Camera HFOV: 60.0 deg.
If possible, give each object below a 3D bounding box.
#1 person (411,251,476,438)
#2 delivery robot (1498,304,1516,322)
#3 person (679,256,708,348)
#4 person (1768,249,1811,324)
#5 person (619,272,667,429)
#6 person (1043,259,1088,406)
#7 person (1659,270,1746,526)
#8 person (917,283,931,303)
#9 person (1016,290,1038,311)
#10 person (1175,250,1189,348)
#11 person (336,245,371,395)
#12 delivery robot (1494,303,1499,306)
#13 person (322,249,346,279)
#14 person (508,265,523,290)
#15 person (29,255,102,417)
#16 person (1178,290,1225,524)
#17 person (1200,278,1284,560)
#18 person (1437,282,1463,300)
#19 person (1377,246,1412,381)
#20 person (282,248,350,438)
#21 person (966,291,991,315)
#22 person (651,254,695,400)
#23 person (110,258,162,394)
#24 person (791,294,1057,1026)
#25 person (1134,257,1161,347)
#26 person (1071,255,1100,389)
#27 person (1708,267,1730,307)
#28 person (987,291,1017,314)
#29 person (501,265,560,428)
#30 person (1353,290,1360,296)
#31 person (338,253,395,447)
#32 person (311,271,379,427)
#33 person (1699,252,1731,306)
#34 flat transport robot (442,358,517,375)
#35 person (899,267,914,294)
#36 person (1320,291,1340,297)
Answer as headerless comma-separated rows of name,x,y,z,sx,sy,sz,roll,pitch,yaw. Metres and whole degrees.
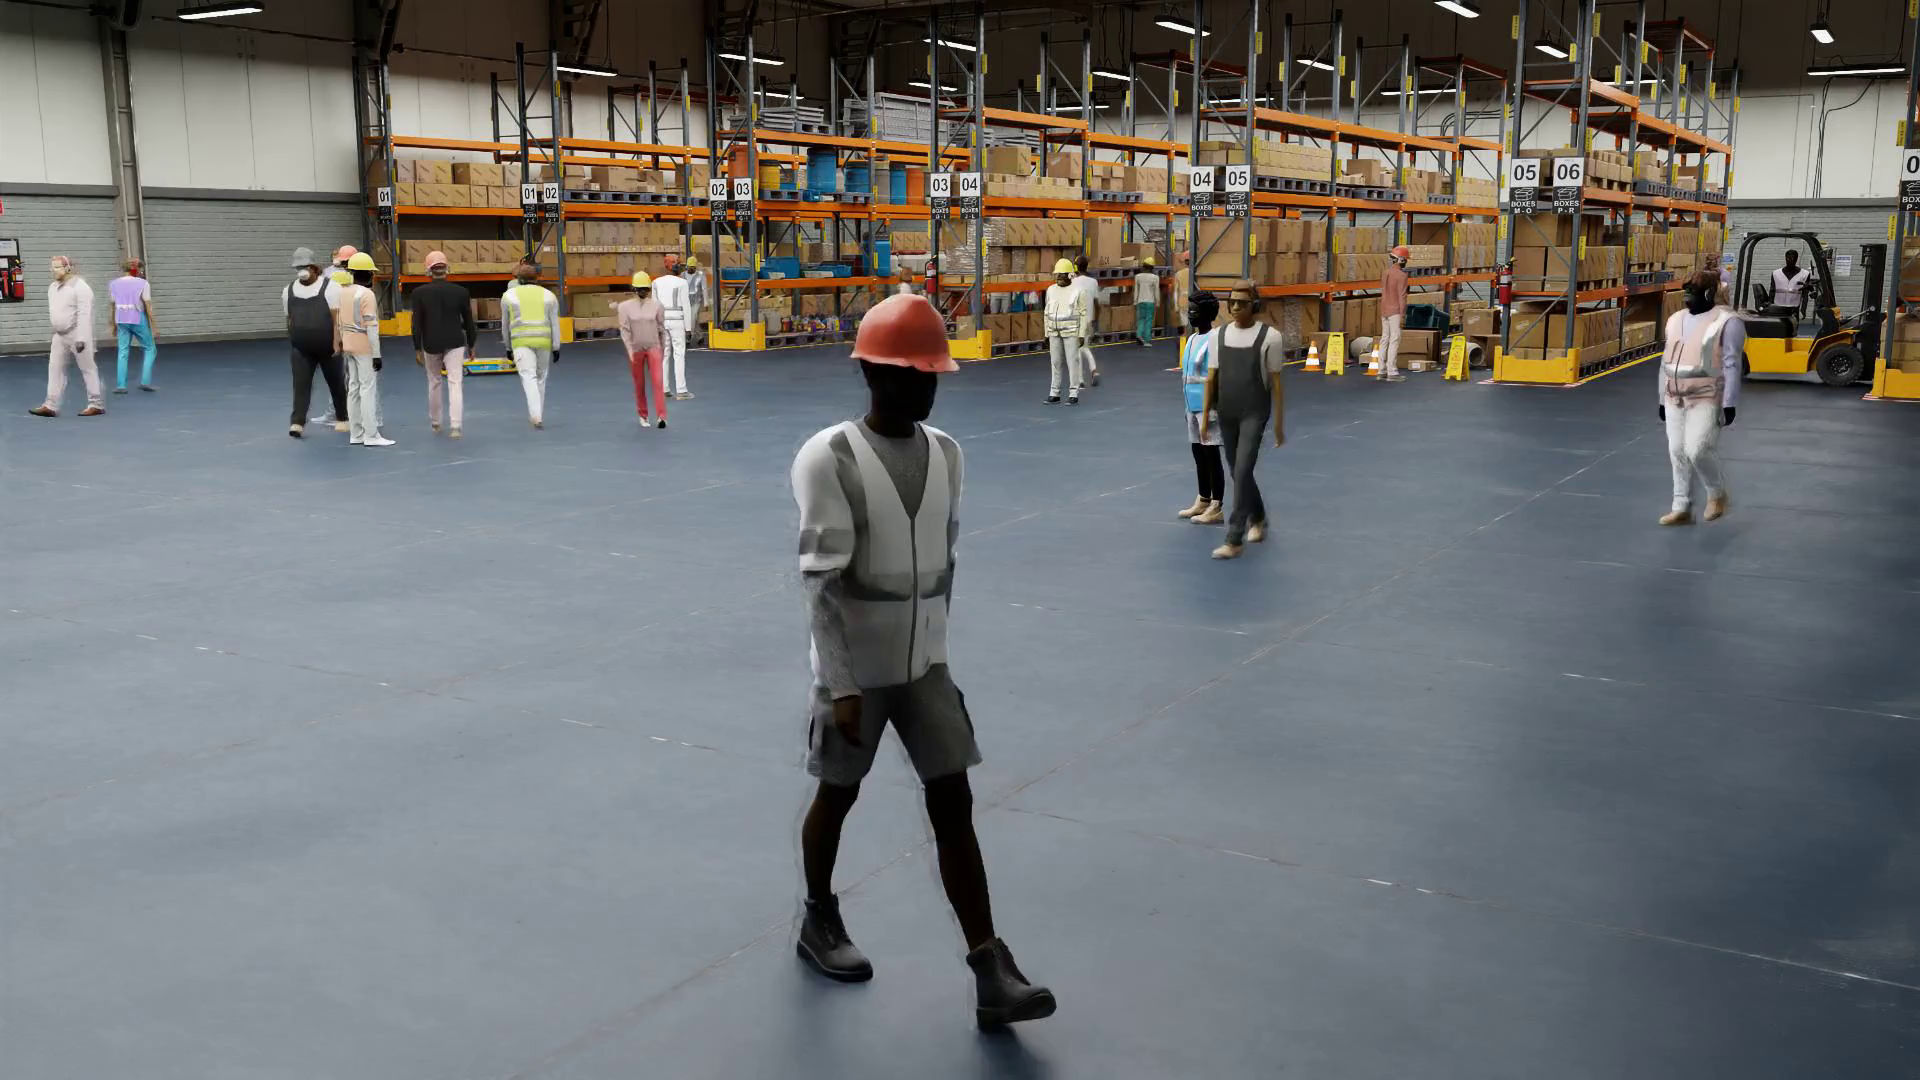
person,-5.409,-2.047,17.465,0.636,1.938,1.017,-3,11,-17
delivery robot,13.098,-5.489,40.332,0.707,0.478,0.477,-1,10,-8
person,-5.221,-4.660,32.563,0.610,1.775,0.894,3,11,17
person,13.649,-3.821,27.435,0.596,1.918,0.384,6,12,30
person,-3.430,-2.043,18.056,0.505,1.712,0.960,-3,11,-16
person,1.298,-2.591,20.793,0.600,1.827,0.404,7,12,34
person,5.233,-0.997,11.854,0.441,1.831,0.648,-5,11,-26
person,-0.864,-6.399,42.767,0.528,1.599,0.765,3,11,18
person,1.588,-5.725,38.227,0.566,1.882,1.025,5,11,25
person,3.940,-4.051,28.717,0.567,1.922,0.638,7,12,35
person,-8.066,-2.910,22.124,0.609,1.993,0.382,7,12,34
delivery robot,13.187,-5.592,40.912,0.477,0.478,0.707,-2,10,-10
person,-10.693,-4.048,28.727,0.649,1.906,0.858,-1,10,-7
person,-7.955,-4.160,30.131,0.501,1.633,0.285,4,11,24
person,-10.405,-2.342,19.264,0.679,1.868,0.905,4,11,23
person,1.771,-0.961,12.058,0.321,1.689,0.529,-3,11,-17
person,1.887,-0.818,10.958,0.523,1.809,0.943,7,12,35
person,12.211,-6.314,41.501,0.438,1.882,0.672,-8,13,-38
person,6.414,-3.327,24.484,0.403,1.987,0.612,-3,11,-16
person,-6.779,-2.111,17.512,0.685,2.000,1.052,-1,10,-3
person,0.431,-5.060,34.915,0.552,1.713,0.911,3,10,15
person,-3.730,-2.759,21.585,0.577,1.881,0.349,5,11,26
person,-11.146,-2.887,22.482,0.678,1.811,0.522,1,10,5
person,-0.147,0.322,4.318,0.556,1.887,0.955,-7,12,-35
person,3.665,-4.632,32.448,0.542,1.750,0.396,7,12,33
person,1.681,-3.013,23.088,0.509,1.859,0.432,-5,11,-27
person,12.930,-3.875,28.558,0.524,1.628,0.575,6,12,32
person,0.825,-4.830,33.055,0.628,1.932,0.365,0,10,2
person,-4.731,-2.146,18.422,0.613,1.798,0.915,-5,11,-27
person,10.261,-6.706,43.250,0.393,2.039,0.613,4,11,23
person,-5.964,-1.898,16.635,0.589,1.928,0.384,9,14,41
person,-6.811,-2.080,18.234,0.808,1.706,0.516,-4,11,-19
person,13.518,-4.246,29.957,0.650,1.868,0.944,6,12,30
flat transport robot,-7.420,-2.696,25.745,1.431,0.197,0.652,-5,11,-28
person,-0.942,-3.812,28.228,0.431,1.621,0.504,0,10,-3
person,9.078,-6.079,40.886,0.520,1.626,0.581,1,10,3
